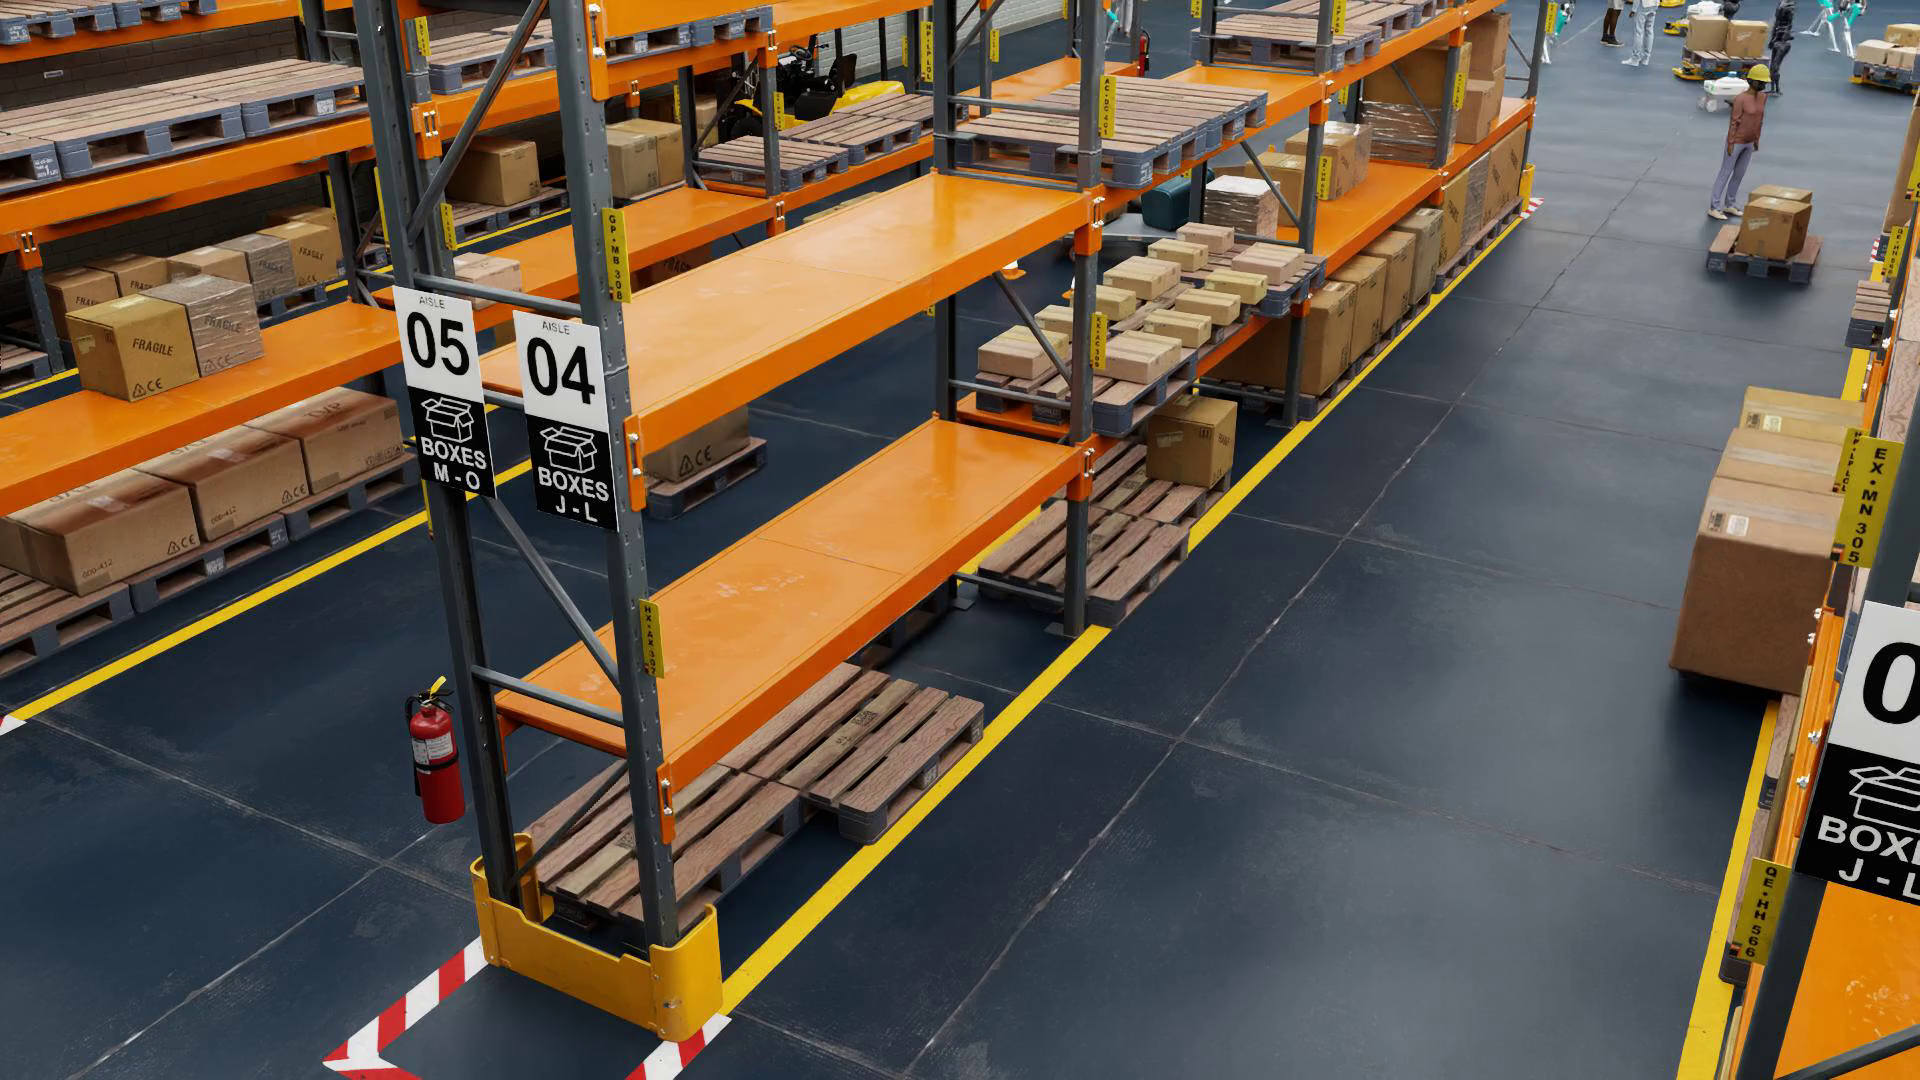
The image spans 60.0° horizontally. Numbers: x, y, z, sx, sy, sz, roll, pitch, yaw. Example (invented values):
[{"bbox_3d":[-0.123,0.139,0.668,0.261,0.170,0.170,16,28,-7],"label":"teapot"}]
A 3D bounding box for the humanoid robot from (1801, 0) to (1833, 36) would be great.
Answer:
[{"bbox_3d":[16.159,-10.336,31.110,0.773,1.745,0.563,6,26,12],"label":"humanoid robot"}]

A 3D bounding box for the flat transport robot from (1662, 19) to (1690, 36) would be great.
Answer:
[{"bbox_3d":[14.072,-9.608,31.306,1.431,0.231,0.659,20,32,36],"label":"flat transport robot"}]

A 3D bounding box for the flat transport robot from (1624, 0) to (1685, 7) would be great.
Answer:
[{"bbox_3d":[14.487,-11.457,35.147,1.431,0.231,0.659,23,34,39],"label":"flat transport robot"}]

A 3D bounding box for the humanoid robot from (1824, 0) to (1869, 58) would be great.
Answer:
[{"bbox_3d":[15.504,-9.350,29.093,0.545,1.783,0.781,-4,26,-8],"label":"humanoid robot"}]

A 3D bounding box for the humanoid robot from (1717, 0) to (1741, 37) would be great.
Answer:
[{"bbox_3d":[13.740,-9.578,29.621,0.334,1.650,0.584,21,33,37],"label":"humanoid robot"}]

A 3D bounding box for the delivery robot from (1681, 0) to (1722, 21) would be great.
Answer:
[{"bbox_3d":[14.390,-10.174,32.171,0.814,0.611,0.499,-16,30,-29],"label":"delivery robot"}]

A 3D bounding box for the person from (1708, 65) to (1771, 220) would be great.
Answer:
[{"bbox_3d":[9.015,-4.574,19.133,0.518,1.758,0.341,-14,29,-27],"label":"person"}]

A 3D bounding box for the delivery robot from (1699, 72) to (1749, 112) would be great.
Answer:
[{"bbox_3d":[11.561,-6.726,24.973,0.773,0.582,0.499,0,26,0],"label":"delivery robot"}]

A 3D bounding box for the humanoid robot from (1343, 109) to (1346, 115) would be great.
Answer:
[{"bbox_3d":[5.950,-6.856,23.998,0.686,1.636,0.612,4,26,9],"label":"humanoid robot"}]

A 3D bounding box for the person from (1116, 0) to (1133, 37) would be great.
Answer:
[{"bbox_3d":[3.138,-10.461,31.230,0.632,1.875,1.008,2,26,4],"label":"person"}]

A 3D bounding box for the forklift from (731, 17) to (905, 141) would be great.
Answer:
[{"bbox_3d":[-1.819,-5.975,21.543,2.313,2.155,1.214,14,29,26],"label":"forklift"}]

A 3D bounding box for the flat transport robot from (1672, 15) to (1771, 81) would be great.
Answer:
[{"bbox_3d":[12.562,-7.718,27.378,1.431,0.231,0.659,2,26,5],"label":"flat transport robot"}]

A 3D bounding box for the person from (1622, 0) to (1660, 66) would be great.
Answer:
[{"bbox_3d":[11.653,-9.054,28.254,0.587,1.920,0.397,-11,28,-22],"label":"person"}]

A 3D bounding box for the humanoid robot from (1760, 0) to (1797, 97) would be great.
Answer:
[{"bbox_3d":[12.762,-7.771,25.862,0.321,1.647,0.592,2,26,4],"label":"humanoid robot"}]

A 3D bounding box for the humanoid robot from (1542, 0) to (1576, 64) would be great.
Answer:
[{"bbox_3d":[10.117,-8.935,28.344,0.546,1.899,0.761,-1,26,-2],"label":"humanoid robot"}]

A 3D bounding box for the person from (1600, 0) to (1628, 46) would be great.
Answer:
[{"bbox_3d":[11.935,-9.963,30.097,0.375,1.958,0.603,-1,26,-2],"label":"person"}]

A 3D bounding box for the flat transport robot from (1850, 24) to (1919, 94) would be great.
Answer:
[{"bbox_3d":[15.013,-7.302,26.514,0.659,0.231,1.431,-11,28,-22],"label":"flat transport robot"}]

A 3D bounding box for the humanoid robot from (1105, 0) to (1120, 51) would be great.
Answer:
[{"bbox_3d":[2.552,-9.437,29.279,0.536,1.791,0.767,23,34,39],"label":"humanoid robot"}]

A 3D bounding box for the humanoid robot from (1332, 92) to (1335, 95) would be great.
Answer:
[{"bbox_3d":[5.915,-7.720,25.786,0.611,1.653,0.408,11,28,22],"label":"humanoid robot"}]

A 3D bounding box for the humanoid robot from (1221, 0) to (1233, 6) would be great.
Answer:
[{"bbox_3d":[5.168,-11.822,34.253,1.039,1.749,0.552,-6,26,-13],"label":"humanoid robot"}]
